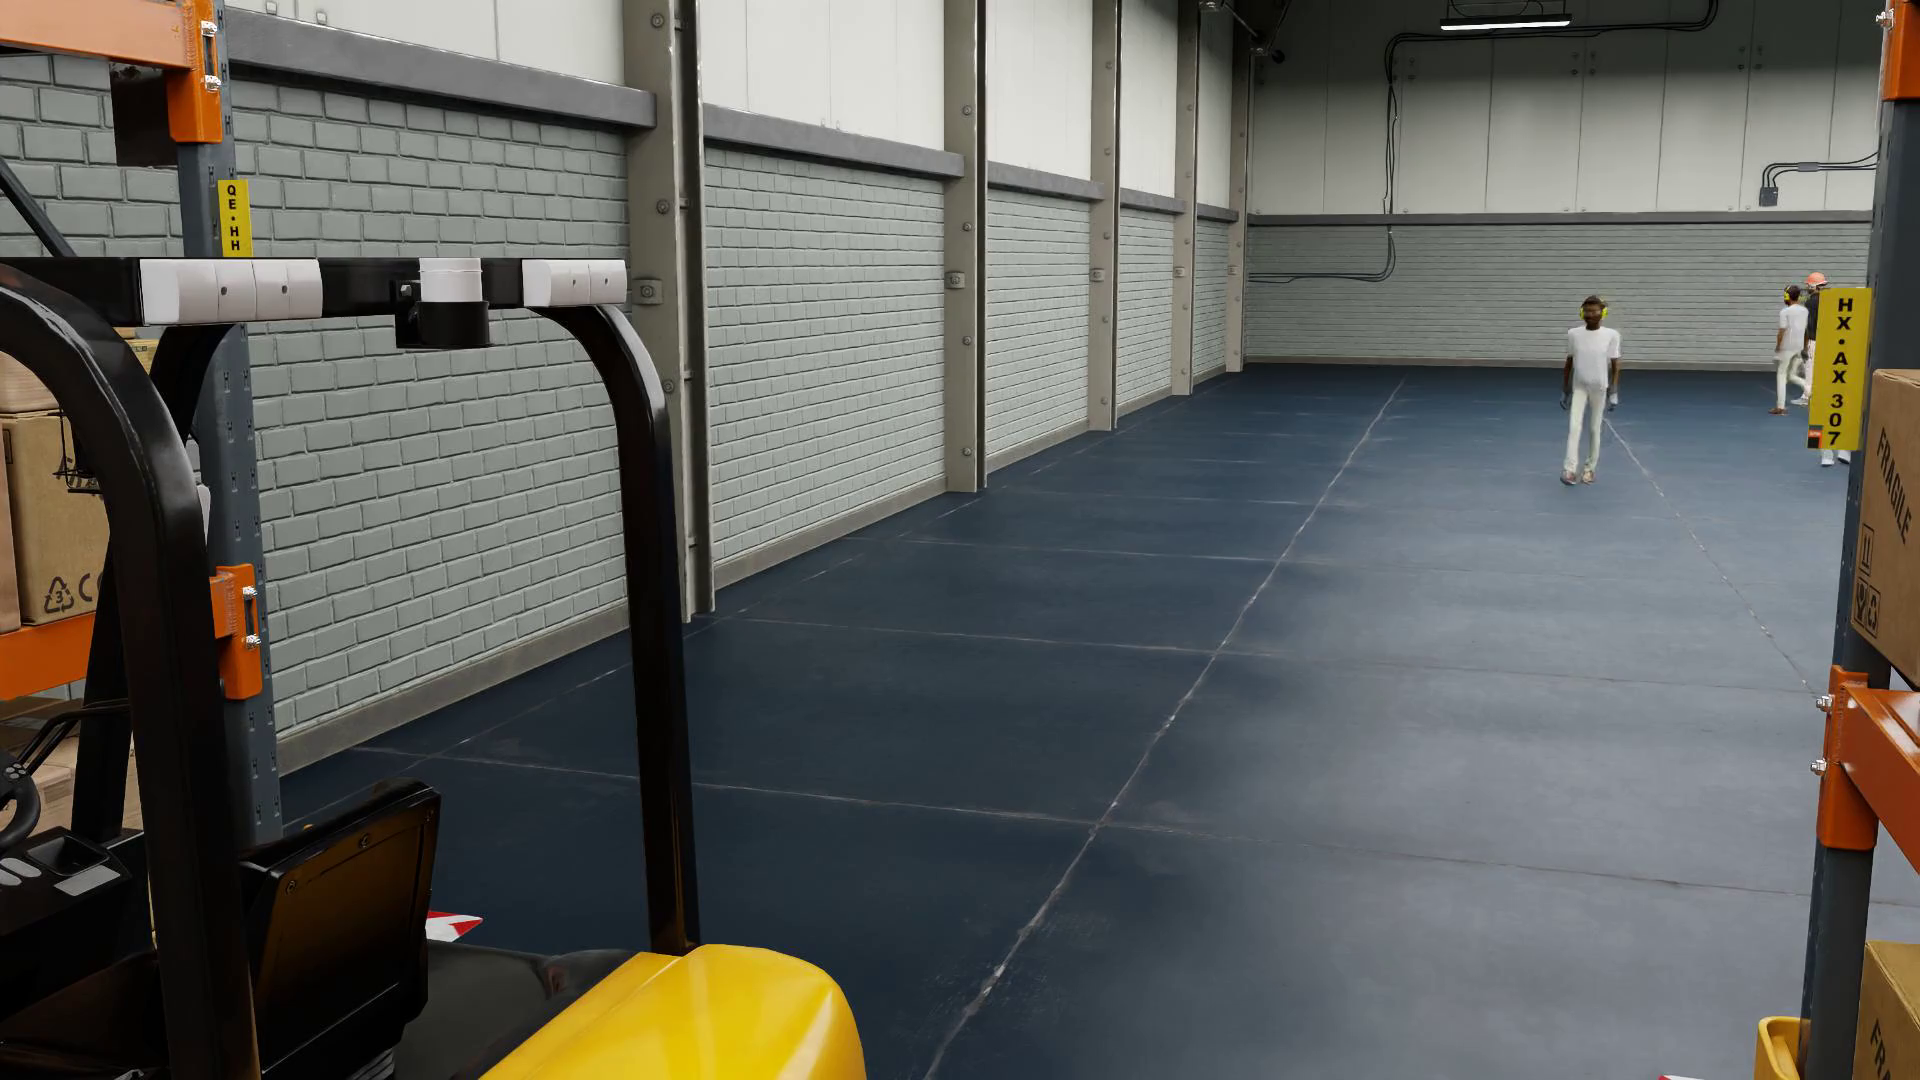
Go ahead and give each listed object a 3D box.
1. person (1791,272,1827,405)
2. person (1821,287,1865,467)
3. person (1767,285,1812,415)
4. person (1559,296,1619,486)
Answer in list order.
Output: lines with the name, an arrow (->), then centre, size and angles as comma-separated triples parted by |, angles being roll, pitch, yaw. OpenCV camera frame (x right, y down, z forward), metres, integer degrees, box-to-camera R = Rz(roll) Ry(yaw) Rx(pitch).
person -> 12.899, -3.039, 25.171 | 0.609, 1.996, 0.379 | -8, 12, -38
person -> 9.360, -1.722, 17.615 | 0.635, 1.888, 0.640 | 8, 12, 39
person -> 11.767, -2.663, 23.405 | 0.561, 1.846, 0.641 | -4, 10, -23
person -> 6.046, -1.415, 16.019 | 0.557, 1.816, 0.933 | 5, 11, 29
